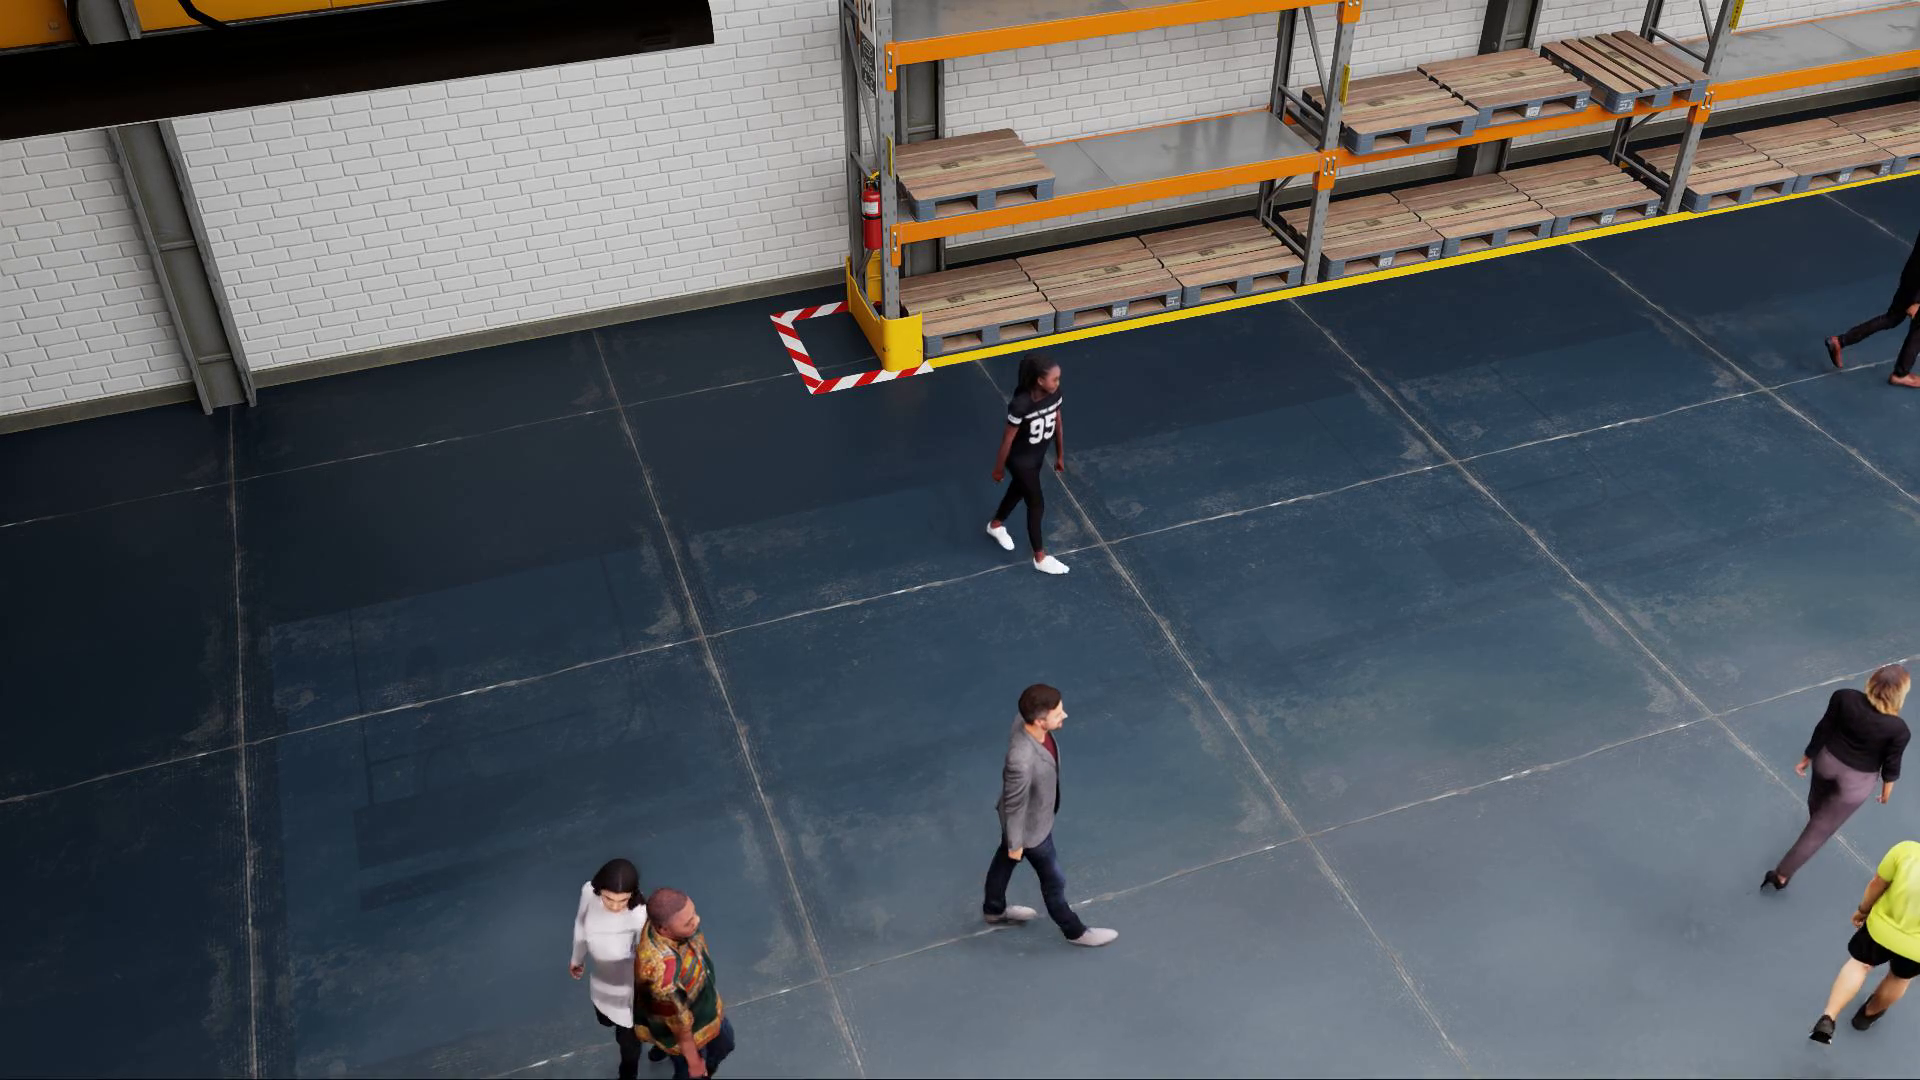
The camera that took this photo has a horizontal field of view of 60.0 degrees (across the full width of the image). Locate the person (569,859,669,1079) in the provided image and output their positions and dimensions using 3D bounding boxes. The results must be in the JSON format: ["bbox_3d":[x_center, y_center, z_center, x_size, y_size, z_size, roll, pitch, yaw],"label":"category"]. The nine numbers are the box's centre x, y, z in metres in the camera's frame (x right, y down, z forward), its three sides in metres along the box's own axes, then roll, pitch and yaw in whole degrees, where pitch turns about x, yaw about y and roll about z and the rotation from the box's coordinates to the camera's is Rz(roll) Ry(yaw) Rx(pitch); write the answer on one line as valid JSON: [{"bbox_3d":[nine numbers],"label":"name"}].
[{"bbox_3d":[-1.606,2.132,8.143,0.958,1.784,0.897,-32,48,-33],"label":"person"}]

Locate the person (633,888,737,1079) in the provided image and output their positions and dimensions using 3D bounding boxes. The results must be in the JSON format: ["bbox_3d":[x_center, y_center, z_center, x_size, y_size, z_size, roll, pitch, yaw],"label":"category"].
[{"bbox_3d":[-1.405,2.267,7.967,0.803,1.793,0.795,1,39,2],"label":"person"}]

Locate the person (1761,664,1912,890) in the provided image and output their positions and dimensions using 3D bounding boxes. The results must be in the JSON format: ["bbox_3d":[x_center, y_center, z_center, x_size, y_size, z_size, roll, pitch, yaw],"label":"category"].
[{"bbox_3d":[4.818,1.373,9.213,1.068,1.636,0.779,-24,44,-27],"label":"person"}]

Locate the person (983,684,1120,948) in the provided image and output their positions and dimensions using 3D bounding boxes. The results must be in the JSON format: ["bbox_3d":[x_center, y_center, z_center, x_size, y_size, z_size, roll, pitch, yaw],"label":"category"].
[{"bbox_3d":[0.282,1.477,8.913,1.128,1.848,0.959,3,39,3],"label":"person"}]

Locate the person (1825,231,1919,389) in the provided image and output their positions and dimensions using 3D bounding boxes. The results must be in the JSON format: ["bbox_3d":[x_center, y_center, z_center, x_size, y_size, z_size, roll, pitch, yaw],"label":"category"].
[{"bbox_3d":[7.617,-2.083,13.360,1.208,1.861,1.056,9,39,11],"label":"person"}]

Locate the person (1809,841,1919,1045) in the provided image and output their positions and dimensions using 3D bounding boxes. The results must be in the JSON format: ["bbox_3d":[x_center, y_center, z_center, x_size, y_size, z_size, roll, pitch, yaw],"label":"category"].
[{"bbox_3d":[4.744,2.033,8.405,1.020,1.612,0.858,-32,48,-33],"label":"person"}]

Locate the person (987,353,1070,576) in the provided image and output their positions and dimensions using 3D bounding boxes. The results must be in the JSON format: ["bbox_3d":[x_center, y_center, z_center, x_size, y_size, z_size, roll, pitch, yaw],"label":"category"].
[{"bbox_3d":[0.392,-0.584,11.605,1.051,1.708,0.986,-30,47,-32],"label":"person"}]
